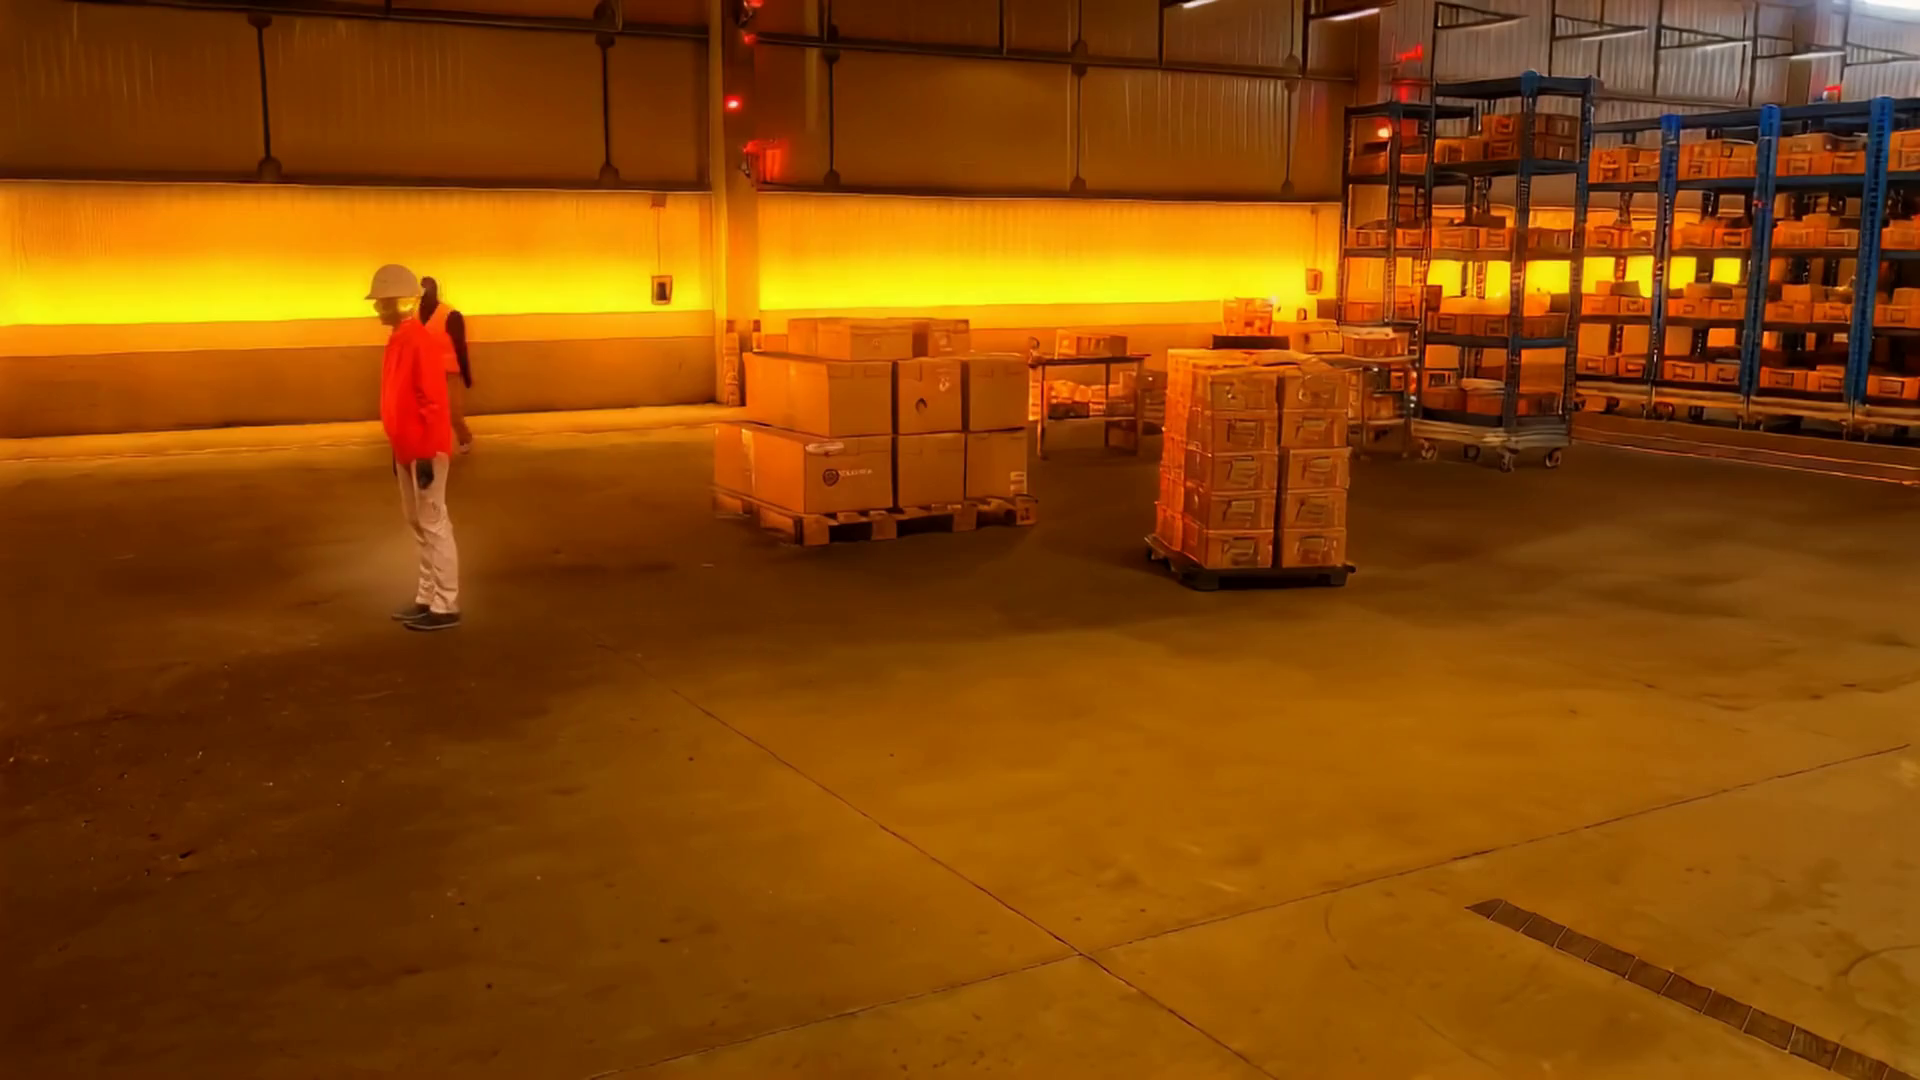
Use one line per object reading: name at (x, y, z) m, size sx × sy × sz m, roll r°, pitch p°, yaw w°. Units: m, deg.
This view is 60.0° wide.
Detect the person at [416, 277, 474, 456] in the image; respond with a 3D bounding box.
person at (-5.010, -1.653, 16.140) m, size 0.665 × 1.796 × 0.937 m, roll 5°, pitch 11°, yaw 27°

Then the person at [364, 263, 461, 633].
person at (-2.968, -0.492, 9.013) m, size 0.409 × 1.987 × 0.608 m, roll -7°, pitch 12°, yaw -36°
